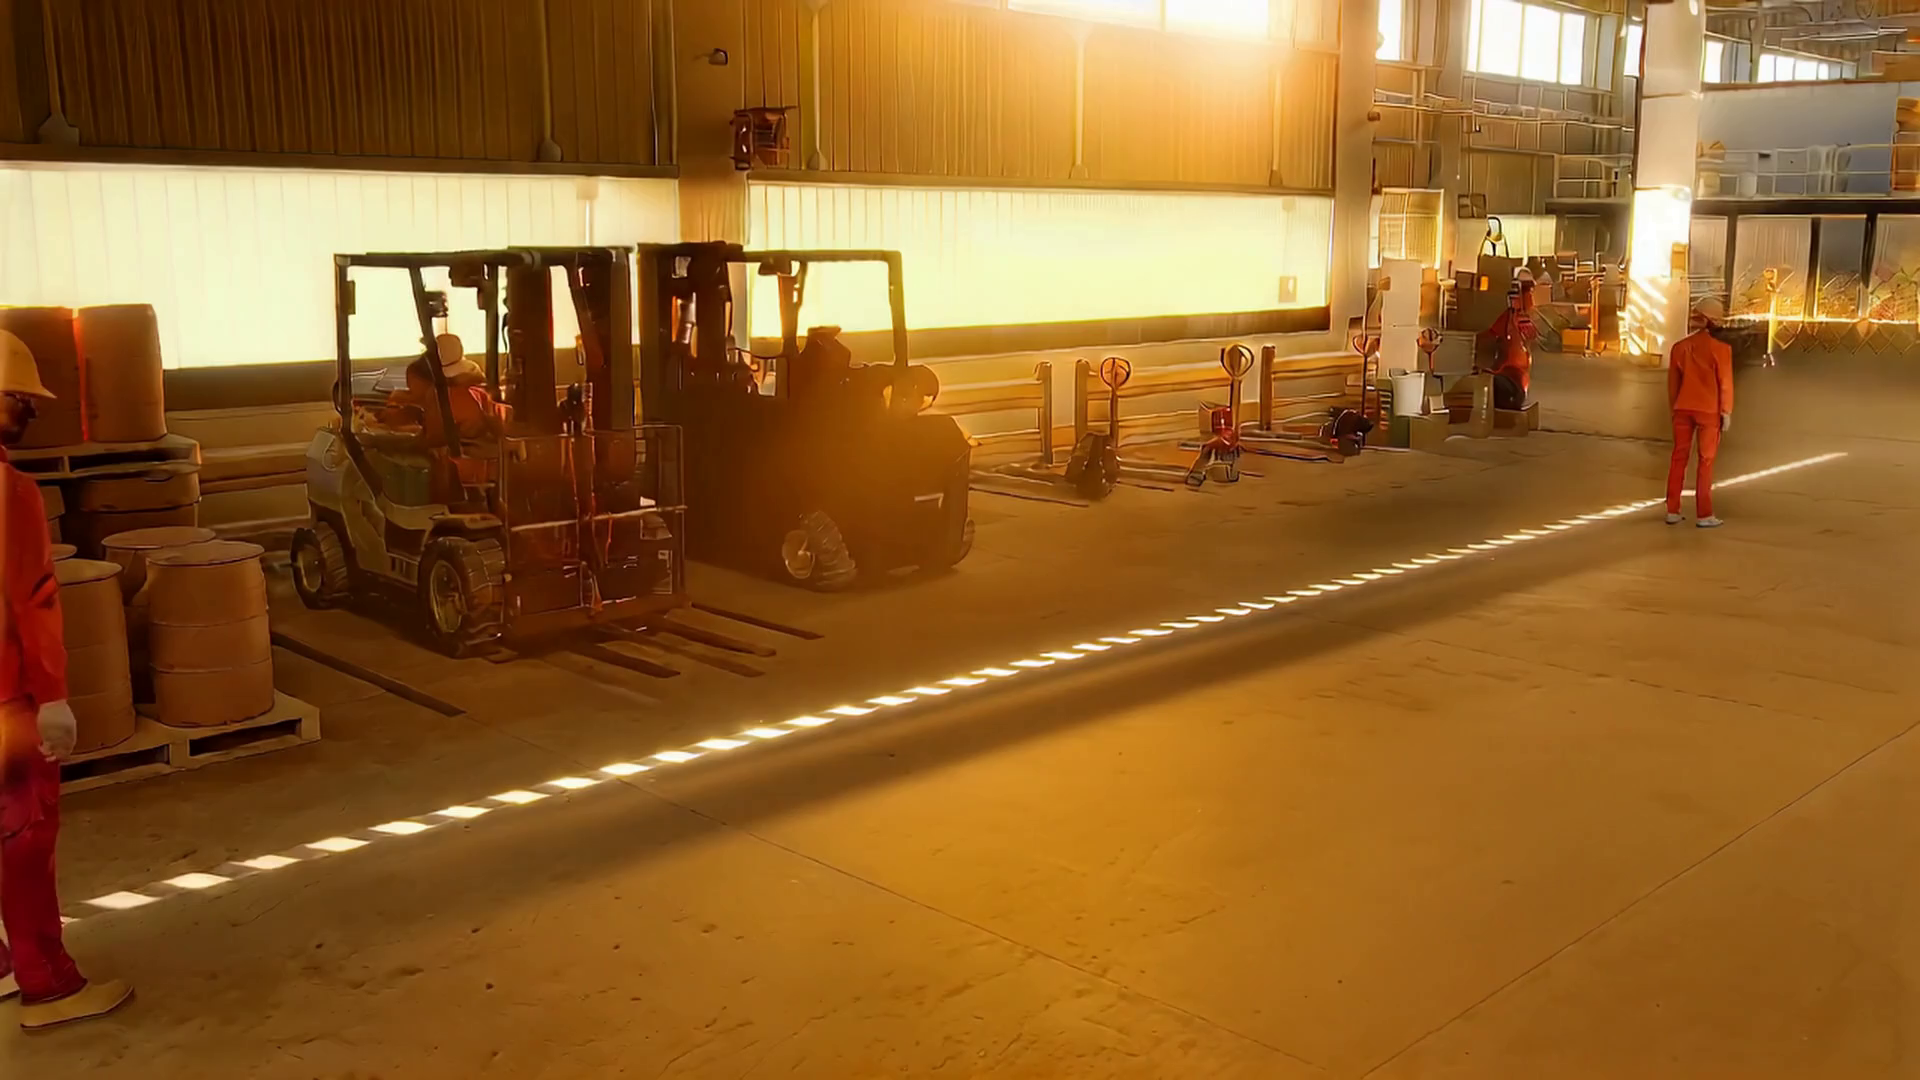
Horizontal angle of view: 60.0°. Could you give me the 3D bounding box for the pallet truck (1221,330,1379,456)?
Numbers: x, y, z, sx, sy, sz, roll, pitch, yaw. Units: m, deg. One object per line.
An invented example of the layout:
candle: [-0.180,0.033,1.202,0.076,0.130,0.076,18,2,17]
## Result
pallet truck: [3.563,-1.581,17.381,0.653,1.274,1.630,-10,14,-44]

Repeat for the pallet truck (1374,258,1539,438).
pallet truck: [5.704,-2.208,18.901,1.885,1.965,0.823,10,14,43]

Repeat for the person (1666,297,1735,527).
person: [5.727,-0.983,12.856,0.315,1.767,0.533,-7,13,-34]

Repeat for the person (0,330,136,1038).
person: [-2.701,0.403,4.698,0.613,1.985,0.401,6,12,31]

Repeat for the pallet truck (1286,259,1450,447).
pallet truck: [4.493,-2.078,18.196,0.823,1.965,1.885,-9,14,-40]

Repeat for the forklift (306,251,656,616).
forklift: [-2.833,-0.669,9.694,1.157,1.987,2.680,-10,14,-44]

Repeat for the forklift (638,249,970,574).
forklift: [-1.173,-0.958,11.239,2.680,1.987,1.157,10,14,43]

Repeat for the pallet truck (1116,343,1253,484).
pallet truck: [1.962,-1.215,15.415,1.522,1.261,0.704,10,14,43]

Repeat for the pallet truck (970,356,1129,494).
pallet truck: [0.784,-1.085,14.876,0.680,1.201,1.601,-10,14,-44]
